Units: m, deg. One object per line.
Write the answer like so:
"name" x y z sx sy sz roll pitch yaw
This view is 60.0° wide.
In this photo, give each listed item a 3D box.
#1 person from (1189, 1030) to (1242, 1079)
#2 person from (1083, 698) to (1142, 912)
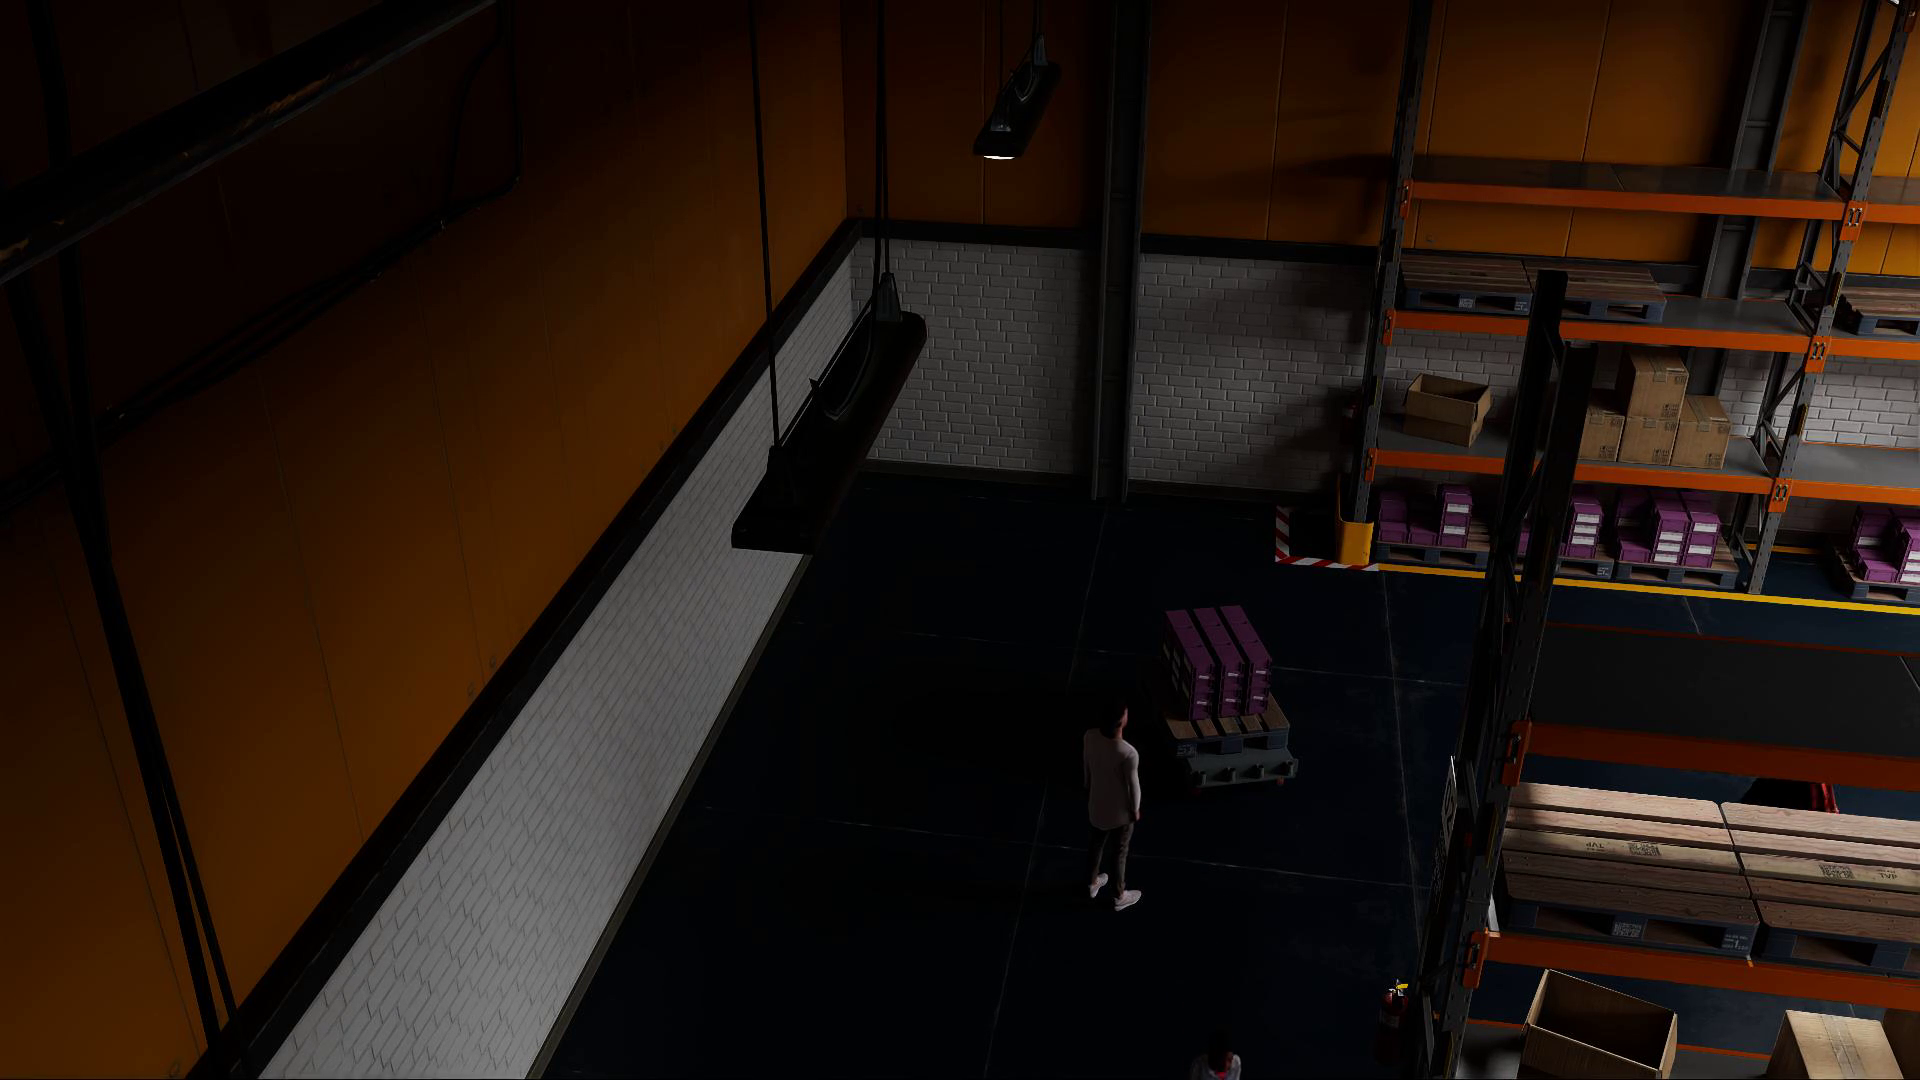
"person" 1.566 3.481 10.333 0.798 1.237 0.645 0 29 1
"person" 1.137 1.961 12.489 0.706 1.840 0.815 25 37 38
